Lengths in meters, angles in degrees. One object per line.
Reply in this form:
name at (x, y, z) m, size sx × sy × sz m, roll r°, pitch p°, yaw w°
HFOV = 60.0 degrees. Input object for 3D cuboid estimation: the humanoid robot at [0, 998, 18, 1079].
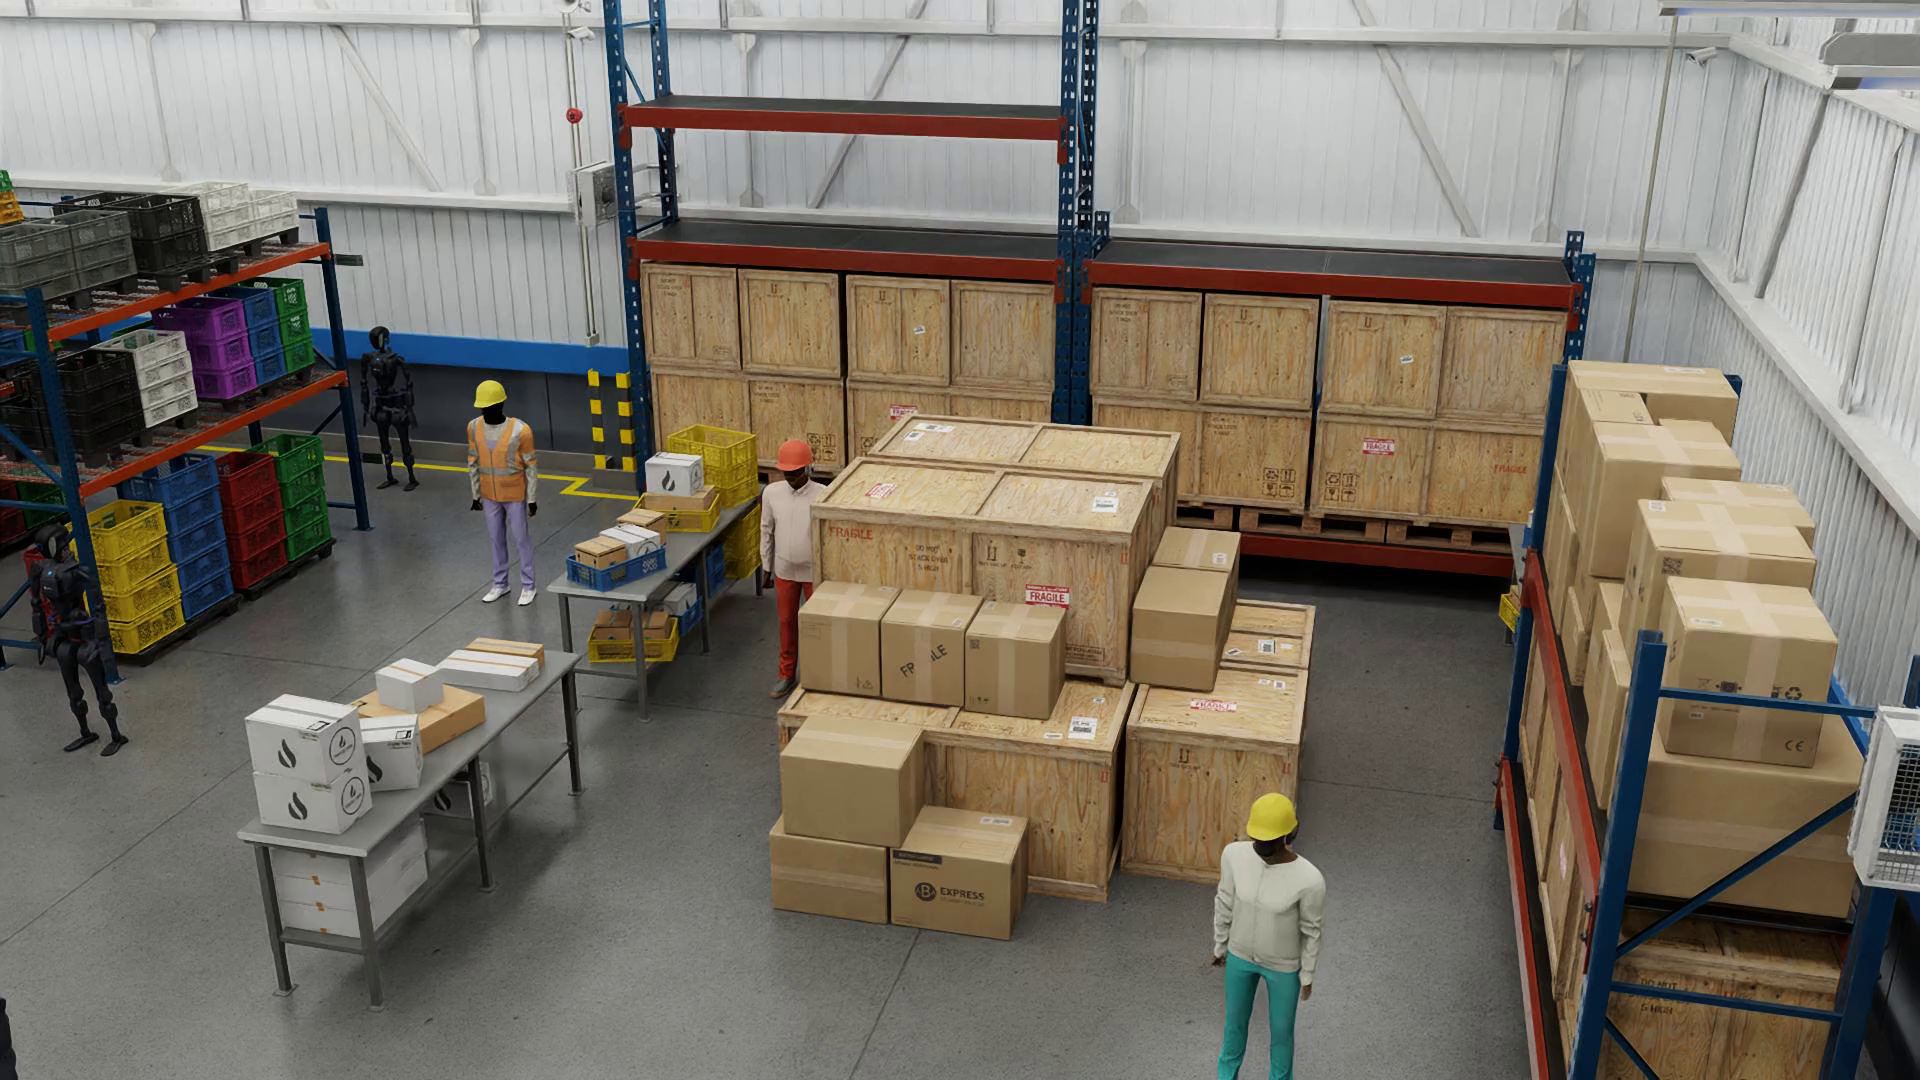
humanoid robot at (-4.364, 2.216, 7.256) m, size 0.614 × 1.657 × 0.313 m, roll 5°, pitch 21°, yaw 13°

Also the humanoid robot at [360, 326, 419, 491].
humanoid robot at (-5.642, -1.300, 16.455) m, size 0.614 × 1.657 × 0.313 m, roll 5°, pitch 21°, yaw 13°

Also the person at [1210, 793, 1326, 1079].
person at (1.424, 1.967, 7.799) m, size 0.524 × 1.768 × 0.326 m, roll 13°, pitch 24°, yaw 30°

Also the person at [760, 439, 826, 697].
person at (-1.152, 0.219, 12.057) m, size 0.623 × 1.992 × 0.387 m, roll 5°, pitch 21°, yaw 13°

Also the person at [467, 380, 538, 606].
person at (-3.777, -0.388, 13.740) m, size 0.593 × 1.925 × 0.372 m, roll 5°, pitch 21°, yaw 13°

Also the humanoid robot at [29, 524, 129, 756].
humanoid robot at (-6.000, 0.679, 11.279) m, size 0.614 × 1.657 × 0.313 m, roll 5°, pitch 21°, yaw 13°
